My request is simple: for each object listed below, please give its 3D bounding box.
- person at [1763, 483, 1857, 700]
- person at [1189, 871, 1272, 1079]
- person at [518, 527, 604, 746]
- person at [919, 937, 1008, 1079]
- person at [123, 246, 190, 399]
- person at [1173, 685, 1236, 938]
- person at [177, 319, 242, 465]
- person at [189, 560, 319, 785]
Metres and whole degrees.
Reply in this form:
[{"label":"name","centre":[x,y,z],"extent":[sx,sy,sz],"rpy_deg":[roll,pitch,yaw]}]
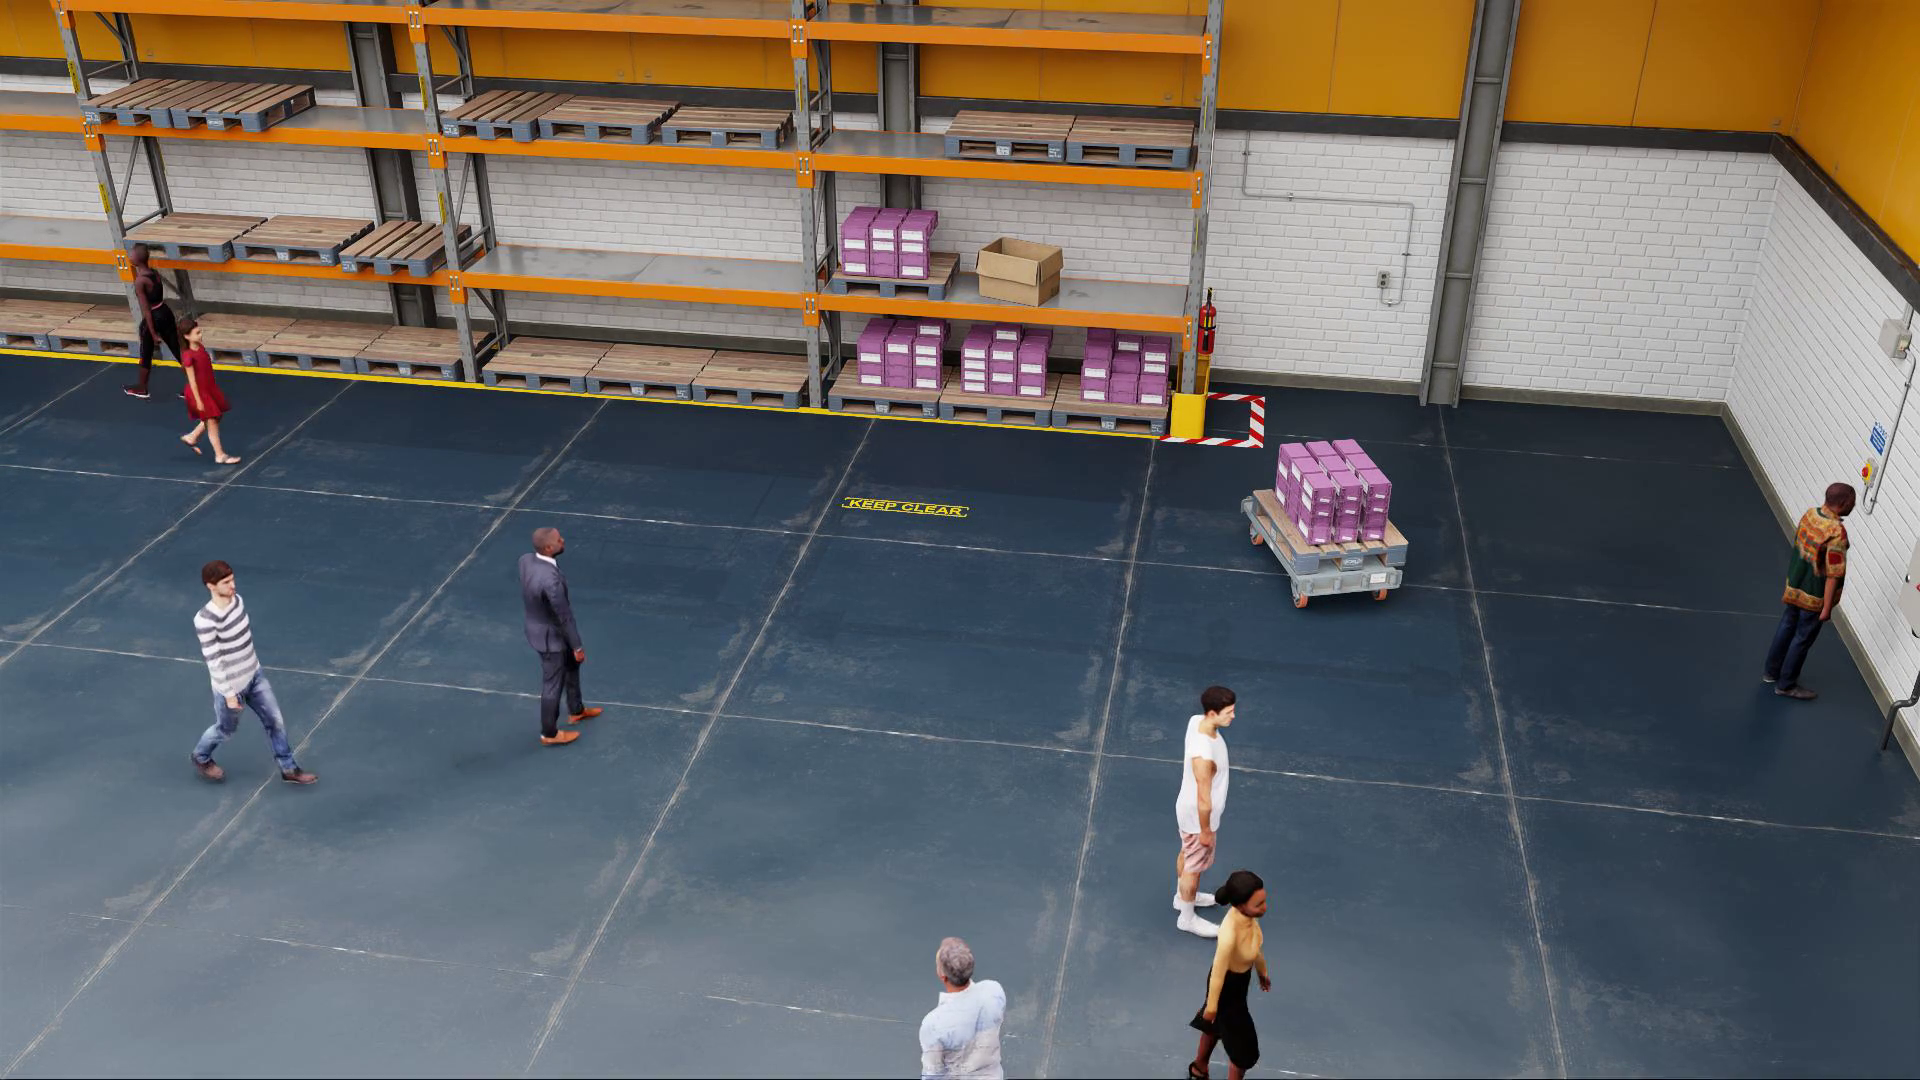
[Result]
[{"label":"person","centre":[6.603,0.373,12.906],"extent":[0.721,1.806,0.749],"rpy_deg":[0,29,-1]},{"label":"person","centre":[1.425,2.472,9.231],"extent":[0.752,1.641,0.673],"rpy_deg":[13,31,22]},{"label":"person","centre":[-3.082,0.739,12.237],"extent":[0.996,1.804,0.936],"rpy_deg":[-17,33,-29]},{"label":"person","centre":[0.081,2.826,8.430],"extent":[1.150,1.785,1.192],"rpy_deg":[-17,33,-28]},{"label":"person","centre":[-8.525,-2.303,17.903],"extent":[1.074,1.719,0.591],"rpy_deg":[5,29,9]},{"label":"person","centre":[1.511,1.690,10.516],"extent":[0.592,1.781,0.655],"rpy_deg":[2,29,4]},{"label":"person","centre":[-7.606,-1.473,16.564],"extent":[0.846,1.543,0.652],"rpy_deg":[-1,29,-2]},{"label":"person","centre":[-5.214,0.985,11.775],"extent":[1.196,1.814,0.723],"rpy_deg":[8,30,14]}]
